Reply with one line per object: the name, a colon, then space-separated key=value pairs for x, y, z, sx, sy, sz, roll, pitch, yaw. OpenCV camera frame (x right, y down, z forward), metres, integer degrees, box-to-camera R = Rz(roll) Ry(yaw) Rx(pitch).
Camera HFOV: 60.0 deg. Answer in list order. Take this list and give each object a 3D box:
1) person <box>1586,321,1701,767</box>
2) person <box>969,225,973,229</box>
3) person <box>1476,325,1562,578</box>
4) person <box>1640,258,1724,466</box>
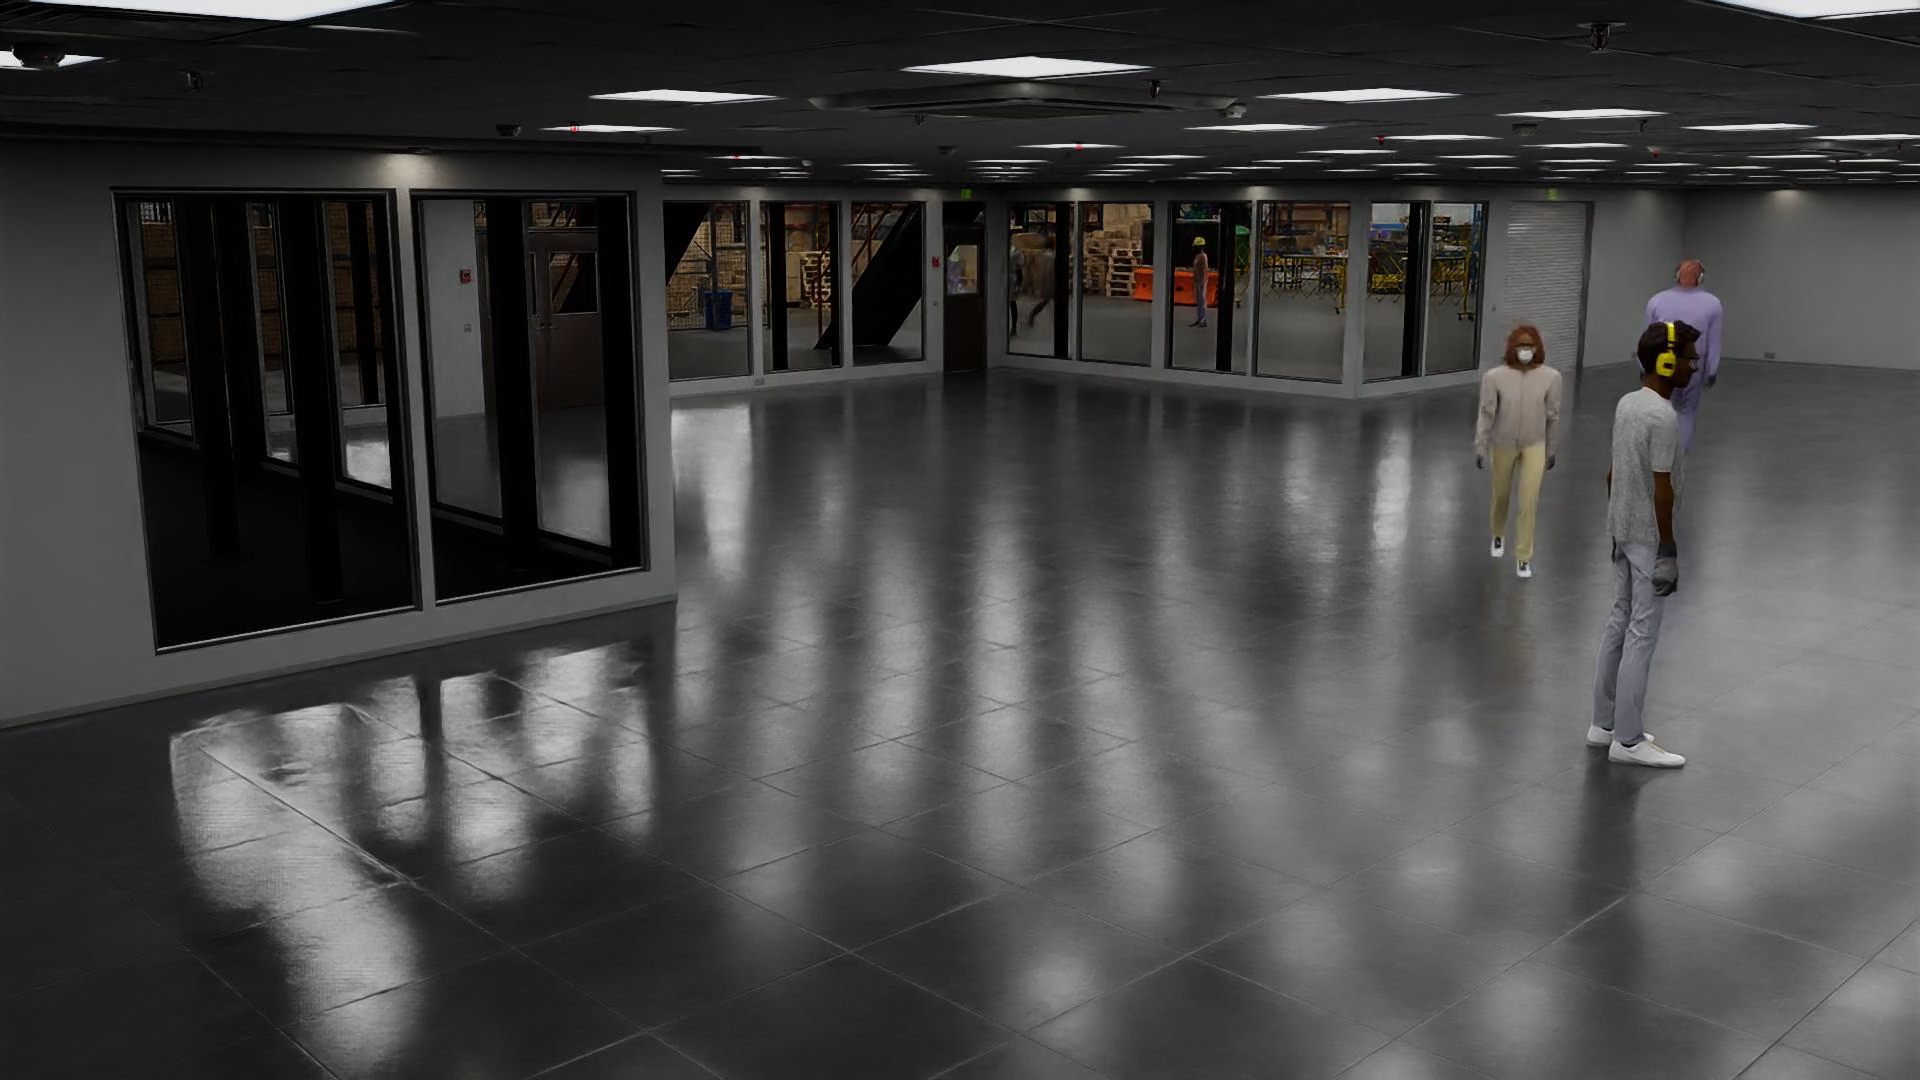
person: x=2.894 y=0.015 z=7.003 sx=0.313 sy=1.866 sz=0.538 roll=0 pitch=11 yaw=0
person: x=0.222 y=-9.596 z=55.313 sx=0.802 sy=1.809 sz=0.593 roll=-8 pitch=14 yaw=-33
person: x=3.609 y=-0.609 z=10.801 sx=0.510 sy=1.600 sz=0.817 roll=3 pitch=12 yaw=14
person: x=6.396 y=-1.548 z=14.761 sx=0.657 sy=1.885 sz=0.594 roll=5 pitch=12 yaw=23
